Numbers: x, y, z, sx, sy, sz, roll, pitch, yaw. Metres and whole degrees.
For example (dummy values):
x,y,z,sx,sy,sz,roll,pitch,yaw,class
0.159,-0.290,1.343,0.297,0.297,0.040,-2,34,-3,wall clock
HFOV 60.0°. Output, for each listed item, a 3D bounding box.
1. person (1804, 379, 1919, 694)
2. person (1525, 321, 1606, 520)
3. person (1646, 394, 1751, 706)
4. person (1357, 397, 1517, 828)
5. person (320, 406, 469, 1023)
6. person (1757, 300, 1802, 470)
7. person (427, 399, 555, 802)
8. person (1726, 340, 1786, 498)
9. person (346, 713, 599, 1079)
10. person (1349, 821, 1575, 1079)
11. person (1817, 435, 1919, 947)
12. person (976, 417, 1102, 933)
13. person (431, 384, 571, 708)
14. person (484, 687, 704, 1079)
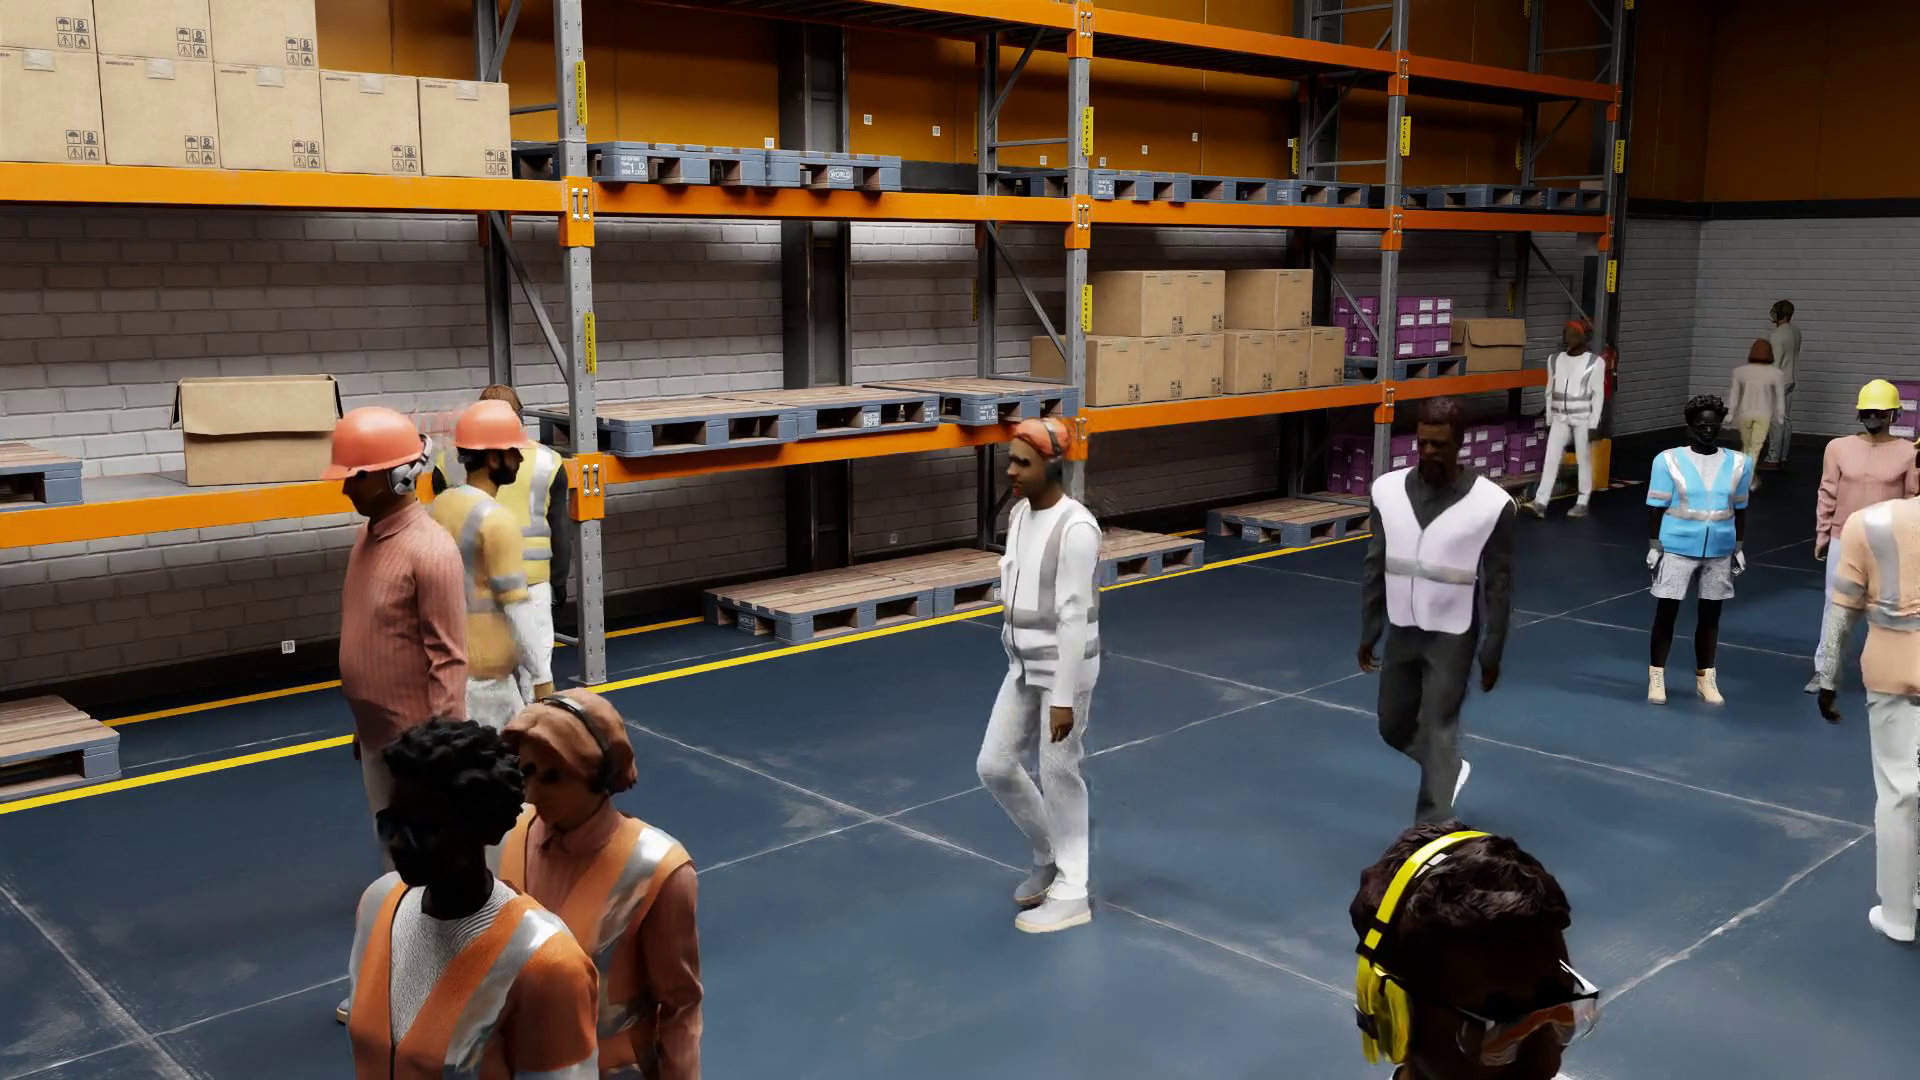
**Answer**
x,y,z,sx,sy,sz,roll,pitch,yaw,class
4.964,0.011,9.108,0.525,1.759,0.337,8,12,37,person
5.589,-1.086,15.287,0.966,1.831,0.608,-9,13,-43,person
3.983,0.058,9.004,0.541,1.696,0.315,1,10,5,person
1.924,0.363,6.637,0.587,1.897,0.643,9,13,42,person
-1.718,0.578,5.106,0.386,1.989,0.608,-9,13,-42,person
9.312,-1.759,18.939,0.629,1.940,0.372,-9,13,-43,person
-1.682,0.419,6.308,0.952,1.891,0.565,-8,12,-38,person
8.082,-1.235,16.878,0.517,1.582,0.880,9,13,41,person
-0.827,1.118,2.794,0.533,1.699,0.318,6,11,31,person
0.502,1.204,1.789,0.508,1.872,0.329,-6,11,-30,person
3.410,0.480,5.957,0.611,1.888,0.592,3,10,16,person
0.296,0.495,5.963,0.421,1.870,0.585,-5,11,-28,person
-2.165,0.179,7.917,0.619,1.836,0.430,-3,10,-15,person
-0.723,1.076,3.213,0.512,1.640,0.311,5,11,25,person
